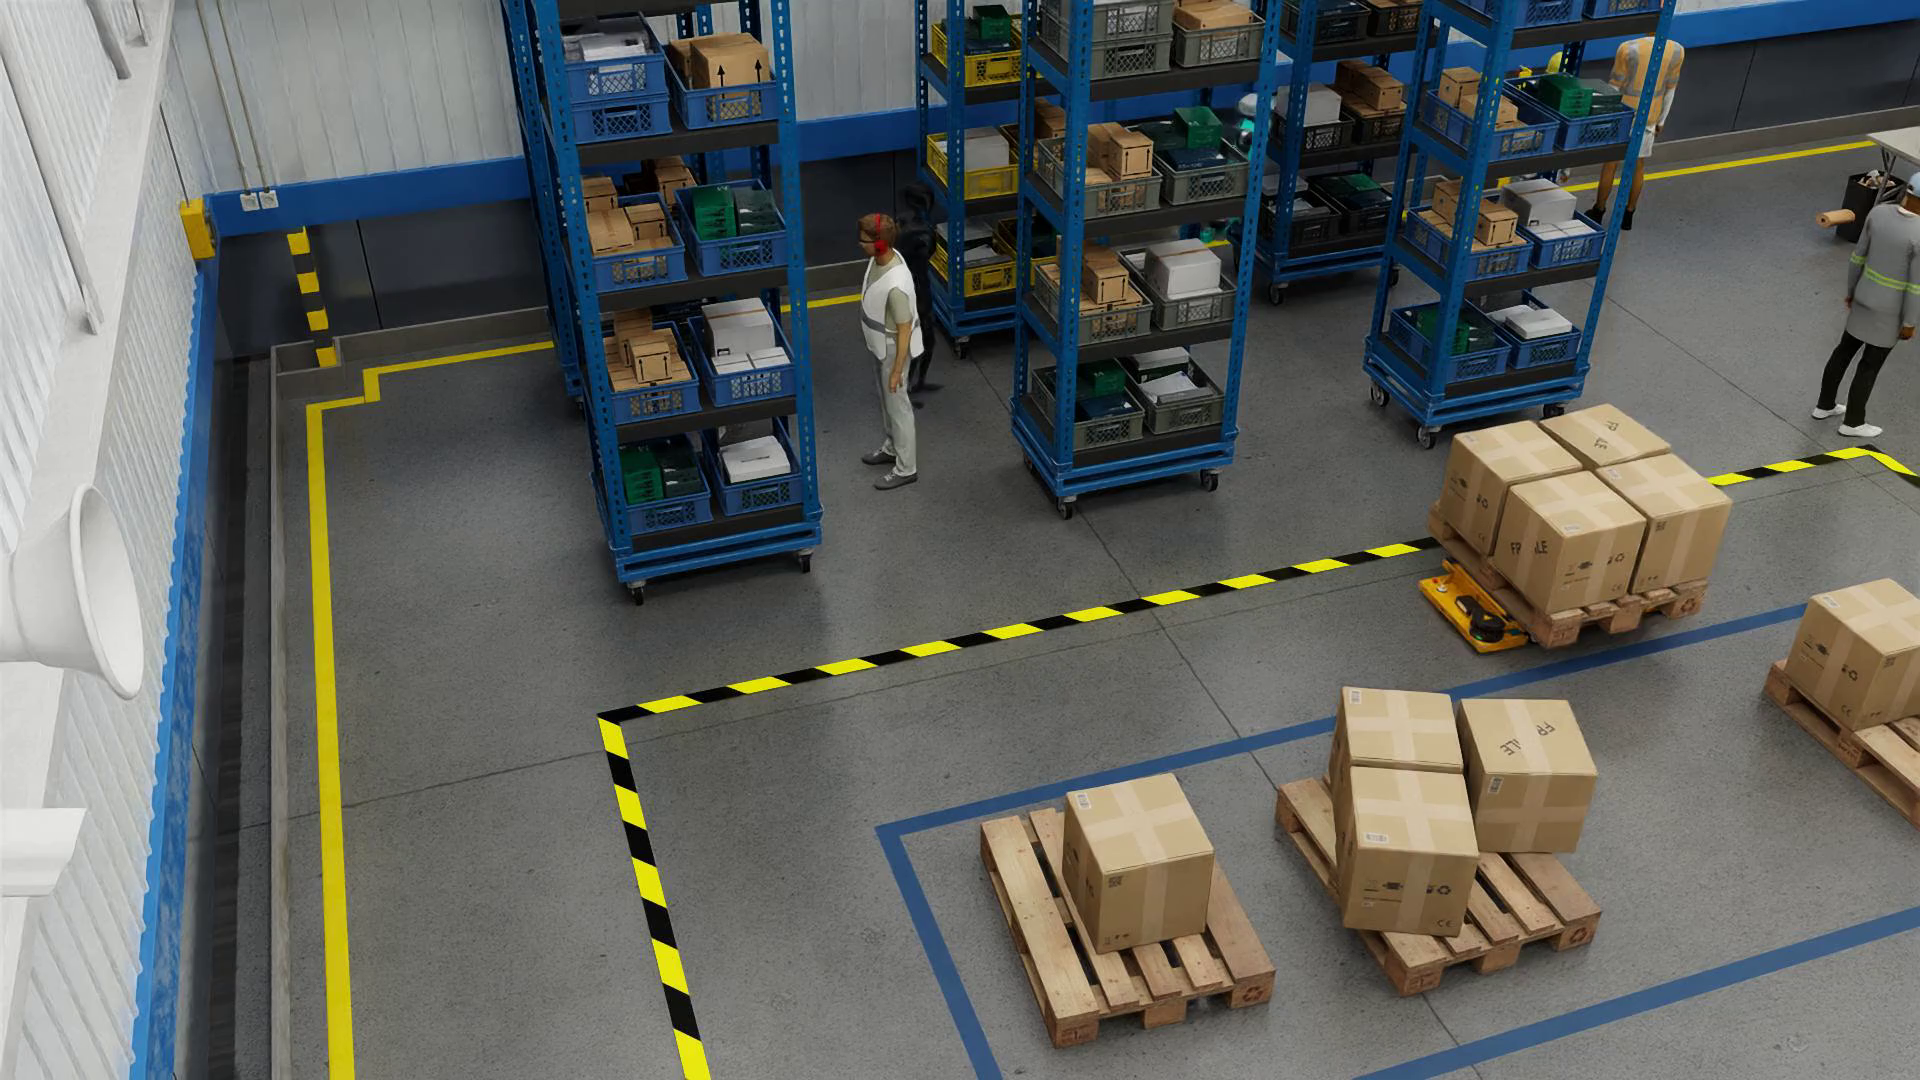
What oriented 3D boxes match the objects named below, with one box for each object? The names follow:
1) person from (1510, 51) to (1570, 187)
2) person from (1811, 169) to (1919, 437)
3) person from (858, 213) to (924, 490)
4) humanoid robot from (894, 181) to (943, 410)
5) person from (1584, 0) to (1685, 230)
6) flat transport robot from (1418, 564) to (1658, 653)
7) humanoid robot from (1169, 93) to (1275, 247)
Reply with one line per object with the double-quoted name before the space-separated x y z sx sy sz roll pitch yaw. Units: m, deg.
"person" 4.508 -2.929 12.928 0.492 1.741 0.316 16 38 21
"person" 6.047 -1.552 10.882 0.390 1.853 0.587 -9 36 -13
"person" -0.423 -1.175 10.355 0.375 1.841 0.566 -9 36 -12
"humanoid robot" -0.268 -1.621 11.137 0.545 1.640 0.609 -10 36 -13
"person" 5.489 -3.468 13.540 0.537 1.929 0.398 0 35 0
"flat transport robot" 3.471 0.256 9.669 1.431 0.197 0.652 -11 37 -15
"humanoid robot" 1.808 -2.422 12.305 0.853 1.863 0.549 15 38 20
